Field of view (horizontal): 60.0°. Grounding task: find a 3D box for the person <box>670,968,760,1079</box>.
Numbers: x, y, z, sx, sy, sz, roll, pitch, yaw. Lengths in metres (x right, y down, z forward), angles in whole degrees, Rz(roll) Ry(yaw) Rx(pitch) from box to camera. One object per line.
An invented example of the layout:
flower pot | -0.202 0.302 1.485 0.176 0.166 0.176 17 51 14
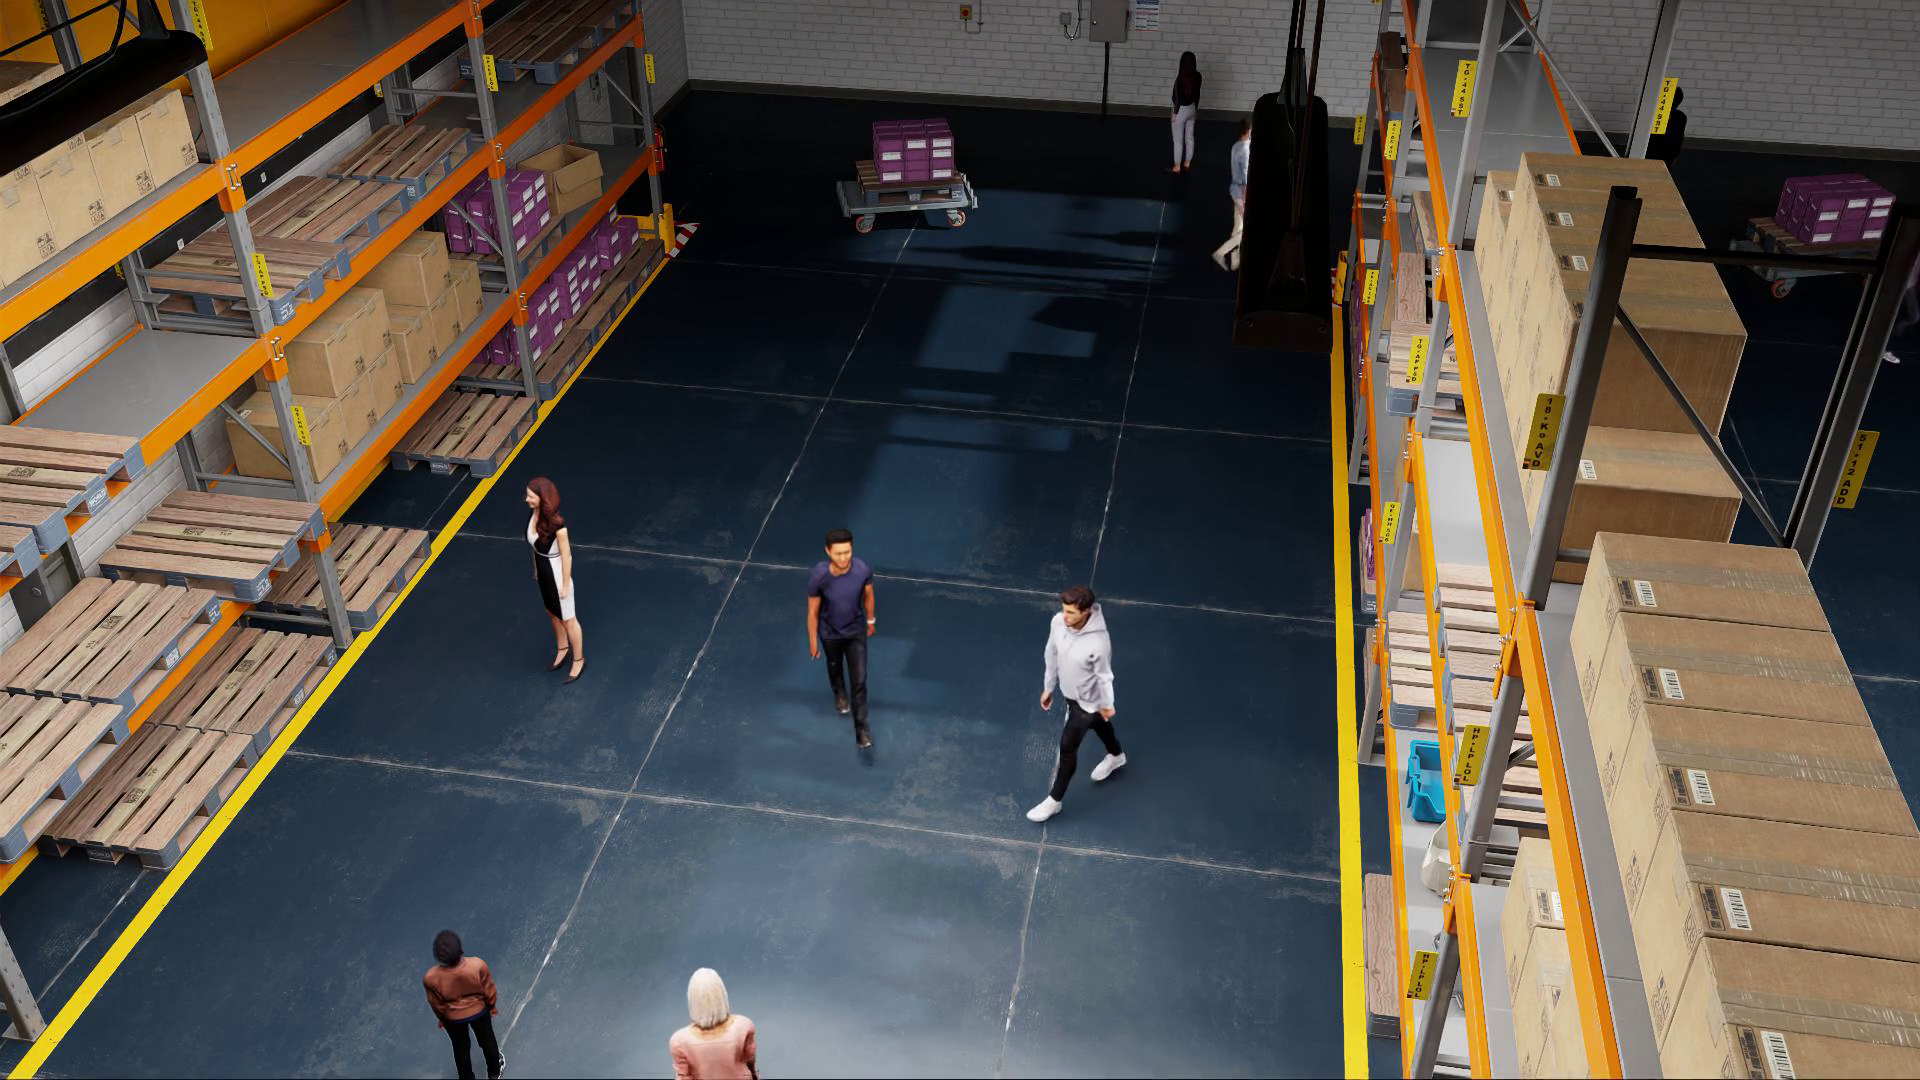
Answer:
person | -1.249 2.958 8.741 0.693 1.716 0.711 -9 35 -13

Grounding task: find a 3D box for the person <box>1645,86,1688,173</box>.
person | 8.563 -4.726 20.339 0.605 1.674 0.517 8 34 11

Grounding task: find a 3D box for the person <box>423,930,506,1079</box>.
person | -2.843 2.700 9.544 0.595 1.255 0.617 -12 35 -17

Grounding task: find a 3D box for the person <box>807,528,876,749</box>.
person | -0.884 0.612 12.238 0.929 1.751 1.178 -7 34 -10

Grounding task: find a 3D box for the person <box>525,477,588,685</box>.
person | -3.089 0.293 12.678 0.667 1.795 0.647 -29 43 -36

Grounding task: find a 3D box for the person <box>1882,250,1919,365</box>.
person | 9.658 -2.729 17.186 0.863 1.837 0.711 16 37 23

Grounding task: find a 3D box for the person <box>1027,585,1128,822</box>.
person | 0.918 1.024 11.506 1.251 1.875 1.170 -24 40 -31

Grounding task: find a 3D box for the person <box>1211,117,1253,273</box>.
person | 3.136 -3.917 18.971 0.813 1.841 0.782 -1 34 -2

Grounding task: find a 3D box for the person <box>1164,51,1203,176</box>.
person | 2.907 -5.567 21.664 0.670 1.608 0.742 -24 40 -31
